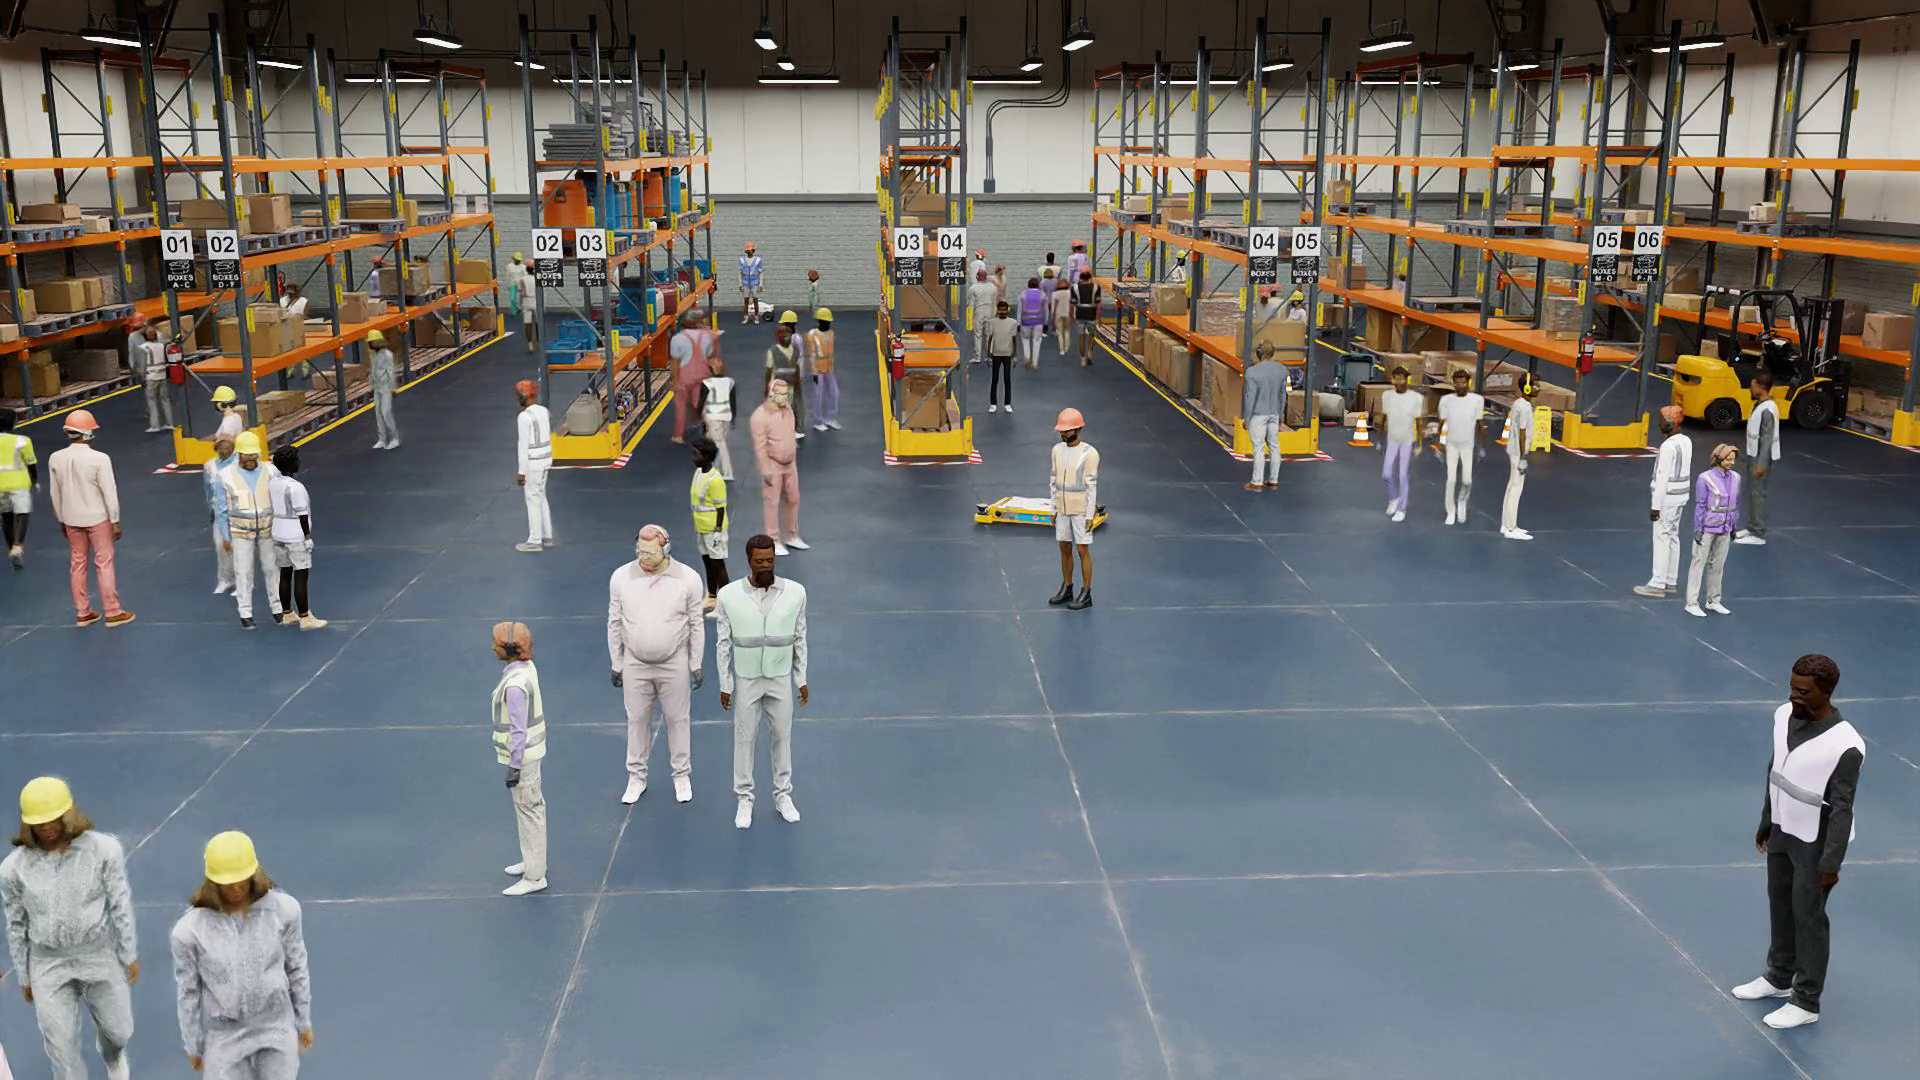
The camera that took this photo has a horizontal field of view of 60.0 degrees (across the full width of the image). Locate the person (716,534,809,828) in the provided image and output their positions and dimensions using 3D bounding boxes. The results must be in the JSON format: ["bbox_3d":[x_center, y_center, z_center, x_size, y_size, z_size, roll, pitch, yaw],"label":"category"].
[{"bbox_3d":[-1.271,0.893,10.740,0.591,1.922,0.390,-4,14,-16],"label":"person"}]

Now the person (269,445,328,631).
[{"bbox_3d":[-6.051,-0.022,15.096,0.532,1.697,0.319,10,16,35],"label":"person"}]

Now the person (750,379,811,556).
[{"bbox_3d":[-1.948,-0.782,17.896,0.435,1.903,0.665,10,17,36],"label":"person"}]

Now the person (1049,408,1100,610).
[{"bbox_3d":[1.055,-0.295,15.772,0.538,1.929,0.382,12,18,41],"label":"person"}]

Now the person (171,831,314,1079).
[{"bbox_3d":[-2.863,1.950,6.680,0.486,1.731,0.459,-9,16,-34],"label":"person"}]

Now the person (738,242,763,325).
[{"bbox_3d":[-5.171,-6.333,41.094,0.605,2.044,0.374,1,13,3],"label":"person"}]

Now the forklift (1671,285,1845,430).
[{"bbox_3d":[12.503,-2.886,26.166,2.313,2.155,1.214,-1,13,-3],"label":"forklift"}]

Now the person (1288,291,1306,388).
[{"bbox_3d":[6.115,-3.654,30.328,0.305,1.772,0.525,-5,14,-19],"label":"person"}]

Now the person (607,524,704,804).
[{"bbox_3d":[-2.022,0.827,11.068,0.636,1.902,0.406,-1,13,-3],"label":"person"}]

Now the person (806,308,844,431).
[{"bbox_3d":[-2.060,-2.615,25.621,0.567,1.907,0.607,12,18,41],"label":"person"}]

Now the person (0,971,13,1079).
[{"bbox_3d":[-3.288,2.149,5.594,0.346,1.841,0.506,-9,16,-33],"label":"person"}]

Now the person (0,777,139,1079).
[{"bbox_3d":[-3.868,1.812,7.264,0.492,1.722,0.575,-7,15,-26],"label":"person"}]

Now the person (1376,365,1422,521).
[{"bbox_3d":[5.155,-1.137,19.505,0.574,1.848,0.400,9,16,32],"label":"person"}]

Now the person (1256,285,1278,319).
[{"bbox_3d":[5.778,-3.978,31.733,0.563,1.753,0.335,2,13,9],"label":"person"}]

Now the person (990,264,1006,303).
[{"bbox_3d":[0.907,-5.663,39.164,0.583,1.611,0.663,-9,16,-34],"label":"person"}]

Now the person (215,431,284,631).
[{"bbox_3d":[-6.409,-0.089,15.120,0.596,1.825,0.403,-8,16,-31],"label":"person"}]

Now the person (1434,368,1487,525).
[{"bbox_3d":[5.793,-1.071,19.230,0.597,1.842,0.431,4,14,18],"label":"person"}]

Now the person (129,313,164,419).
[{"bbox_3d":[-13.250,-2.877,27.195,0.570,1.709,0.884,2,14,10],"label":"person"}]

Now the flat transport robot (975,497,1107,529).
[{"bbox_3d":[0.950,-0.325,19.436,1.431,0.197,0.652,5,14,19],"label":"flat transport robot"}]

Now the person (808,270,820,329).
[{"bbox_3d":[-3.295,-5.260,37.422,0.279,1.633,0.505,-4,14,-16],"label":"person"}]

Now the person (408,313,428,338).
[{"bbox_3d":[-12.469,-5.478,38.194,0.505,1.687,0.889,1,13,5],"label":"person"}]

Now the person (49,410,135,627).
[{"bbox_3d":[-7.947,-0.194,15.187,0.613,1.994,0.395,2,13,8],"label":"person"}]

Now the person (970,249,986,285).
[{"bbox_3d":[0.510,-6.632,42.997,0.338,1.742,0.563,-10,17,-37],"label":"person"}]

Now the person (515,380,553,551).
[{"bbox_3d":[-4.627,-0.803,18.027,0.393,1.879,0.587,3,14,11],"label":"person"}]

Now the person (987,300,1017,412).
[{"bbox_3d":[0.696,-3.044,27.545,0.509,1.865,0.329,0,13,0],"label":"person"}]

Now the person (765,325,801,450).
[{"bbox_3d":[-2.618,-2.256,24.335,0.834,1.808,0.570,12,18,41],"label":"person"}]

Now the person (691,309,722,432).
[{"bbox_3d":[-4.012,-2.611,25.696,0.655,1.879,0.855,-1,13,-6],"label":"person"}]

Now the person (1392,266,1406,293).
[{"bbox_3d":[9.699,-5.141,36.567,0.601,1.802,0.415,-9,16,-33],"label":"person"}]

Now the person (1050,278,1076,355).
[{"bbox_3d":[2.172,-4.743,35.262,0.536,1.605,0.652,-1,13,-3],"label":"person"}]

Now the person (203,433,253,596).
[{"bbox_3d":[-7.127,-0.241,16.208,0.535,1.611,0.441,2,13,8],"label":"person"}]

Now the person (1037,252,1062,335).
[{"bbox_3d":[2.100,-5.764,38.949,0.589,1.920,0.399,3,14,14],"label":"person"}]

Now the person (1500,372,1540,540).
[{"bbox_3d":[6.301,-0.952,18.663,0.334,1.873,0.517,3,14,11],"label":"person"}]

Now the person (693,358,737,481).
[{"bbox_3d":[-3.239,-1.596,21.975,0.529,1.594,0.842,-13,18,-43],"label":"person"}]

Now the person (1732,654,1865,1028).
[{"bbox_3d":[4.209,1.480,8.285,0.397,1.910,0.588,-2,13,-7],"label":"person"}]

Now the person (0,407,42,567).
[{"bbox_3d":[-9.952,-0.551,17.395,0.532,1.663,0.742,-2,13,-9],"label":"person"}]

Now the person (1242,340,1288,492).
[{"bbox_3d":[3.868,-1.577,21.166,0.630,1.939,0.371,-7,15,-26],"label":"person"}]

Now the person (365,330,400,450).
[{"bbox_3d":[-8.432,-2.193,24.217,0.521,1.726,0.381,11,17,38],"label":"person"}]

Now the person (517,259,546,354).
[{"bbox_3d":[-9.111,-4.975,35.461,0.612,2.000,1.066,-3,14,-13],"label":"person"}]

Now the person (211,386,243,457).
[{"bbox_3d":[-8.007,-0.815,18.307,0.315,1.769,0.523,-3,14,-12],"label":"person"}]

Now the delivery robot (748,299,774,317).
[{"bbox_3d":[-5.054,-5.832,41.958,0.707,0.478,0.477,0,13,2],"label":"delivery robot"}]

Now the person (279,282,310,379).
[{"bbox_3d":[-12.584,-3.964,31.497,0.576,1.837,0.400,1,13,4],"label":"person"}]

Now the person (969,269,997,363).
[{"bbox_3d":[0.434,-4.558,33.867,0.646,1.908,0.408,-8,15,-30],"label":"person"}]

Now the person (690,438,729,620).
[{"bbox_3d":[-2.329,-0.111,15.472,0.321,1.695,0.537,-8,15,-29],"label":"person"}]

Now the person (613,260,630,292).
[{"bbox_3d":[-7.606,-5.447,37.474,0.416,1.985,0.611,-2,13,-8],"label":"person"}]

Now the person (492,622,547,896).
[{"bbox_3d":[-2.577,1.265,9.763,0.307,1.642,0.514,-3,14,-11],"label":"person"}]

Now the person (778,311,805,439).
[{"bbox_3d":[-2.532,-2.485,25.037,0.372,1.928,0.584,-6,14,-23],"label":"person"}]

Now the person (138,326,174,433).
[{"bbox_3d":[-12.419,-2.477,25.655,0.320,1.628,0.526,4,14,17],"label":"person"}]

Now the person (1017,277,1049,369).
[{"bbox_3d":[1.445,-4.326,33.073,0.650,1.814,0.768,0,13,1],"label":"person"}]

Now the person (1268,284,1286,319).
[{"bbox_3d":[6.157,-4.178,32.709,0.572,1.701,0.913,-2,13,-10],"label":"person"}]

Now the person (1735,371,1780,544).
[{"bbox_3d":[8.854,-0.910,18.391,0.373,1.914,0.597,4,14,17],"label":"person"}]

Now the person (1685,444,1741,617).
[{"bbox_3d":[7.051,-0.094,15.546,0.514,1.632,0.312,-5,14,-22],"label":"person"}]

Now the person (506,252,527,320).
[{"bbox_3d":[-11.261,-6.463,42.316,0.541,1.723,0.704,-3,14,-11],"label":"person"}]

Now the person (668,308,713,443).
[{"bbox_3d":[-3.975,-2.433,24.573,0.738,2.000,0.729,-12,18,-41],"label":"person"}]

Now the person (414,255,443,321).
[{"bbox_3d":[-12.658,-5.839,39.457,0.871,1.840,0.535,-2,13,-8],"label":"person"}]

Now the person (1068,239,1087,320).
[{"bbox_3d":[2.950,-6.602,42.233,0.390,2.041,0.614,13,18,43],"label":"person"}]

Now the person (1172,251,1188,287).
[{"bbox_3d":[5.230,-5.919,39.589,0.382,1.922,0.594,6,15,25],"label":"person"}]

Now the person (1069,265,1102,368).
[{"bbox_3d":[2.505,-4.470,33.232,0.655,2.021,0.598,1,13,5],"label":"person"}]

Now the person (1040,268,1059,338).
[{"bbox_3d":[2.074,-5.458,38.312,0.506,1.614,0.663,-5,14,-21],"label":"person"}]

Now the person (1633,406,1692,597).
[{"bbox_3d":[6.906,-0.382,16.243,0.372,1.879,0.581,12,18,41],"label":"person"}]
